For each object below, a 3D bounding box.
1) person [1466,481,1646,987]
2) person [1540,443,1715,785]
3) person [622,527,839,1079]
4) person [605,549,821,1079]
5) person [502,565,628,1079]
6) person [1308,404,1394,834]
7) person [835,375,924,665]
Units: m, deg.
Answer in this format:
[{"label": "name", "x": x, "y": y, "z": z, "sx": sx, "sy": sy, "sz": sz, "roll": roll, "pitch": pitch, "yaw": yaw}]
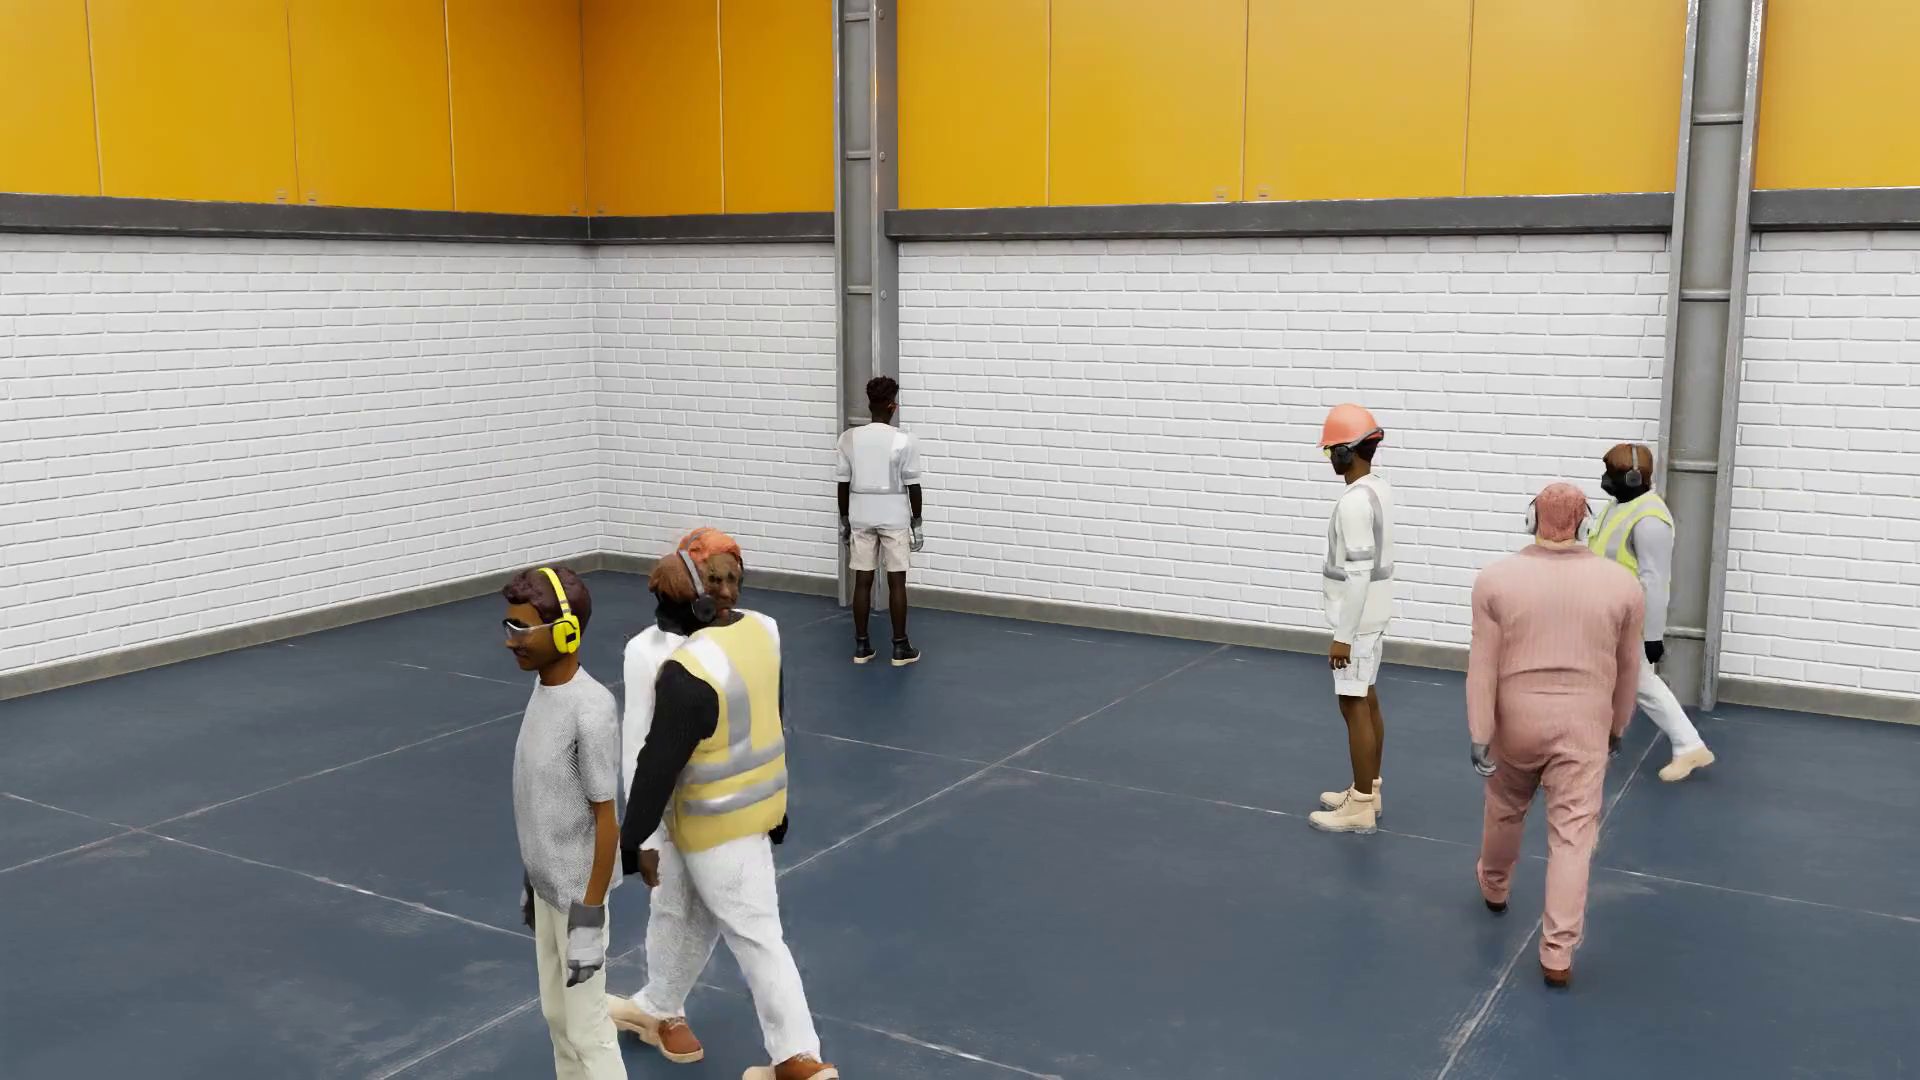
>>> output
[{"label": "person", "x": 2.291, "y": 0.694, "z": 6.466, "sx": 0.637, "sy": 1.846, "sz": 1.007, "roll": 3, "pitch": 9, "yaw": 16}, {"label": "person", "x": 3.464, "y": 0.393, "z": 8.553, "sx": 0.951, "sy": 1.809, "sz": 0.633, "roll": 1, "pitch": 9, "yaw": 8}, {"label": "person", "x": -0.774, "y": 0.882, "z": 5.346, "sx": 0.614, "sy": 1.831, "sz": 0.963, "roll": -7, "pitch": 11, "yaw": -36}, {"label": "person", "x": -0.840, "y": 0.904, "z": 5.387, "sx": 0.955, "sy": 1.778, "sz": 0.632, "roll": 2, "pitch": 9, "yaw": 13}, {"label": "person", "x": -1.106, "y": 0.990, "z": 4.603, "sx": 0.328, "sy": 1.864, "sz": 0.509, "roll": -6, "pitch": 11, "yaw": -33}, {"label": "person", "x": 1.849, "y": 0.372, "z": 7.911, "sx": 0.396, "sy": 2.034, "sz": 0.614, "roll": 4, "pitch": 10, "yaw": 23}, {"label": "person", "x": -0.533, "y": -0.131, "z": 11.271, "sx": 0.614, "sy": 1.962, "sz": 0.366, "roll": 3, "pitch": 10, "yaw": 17}]
